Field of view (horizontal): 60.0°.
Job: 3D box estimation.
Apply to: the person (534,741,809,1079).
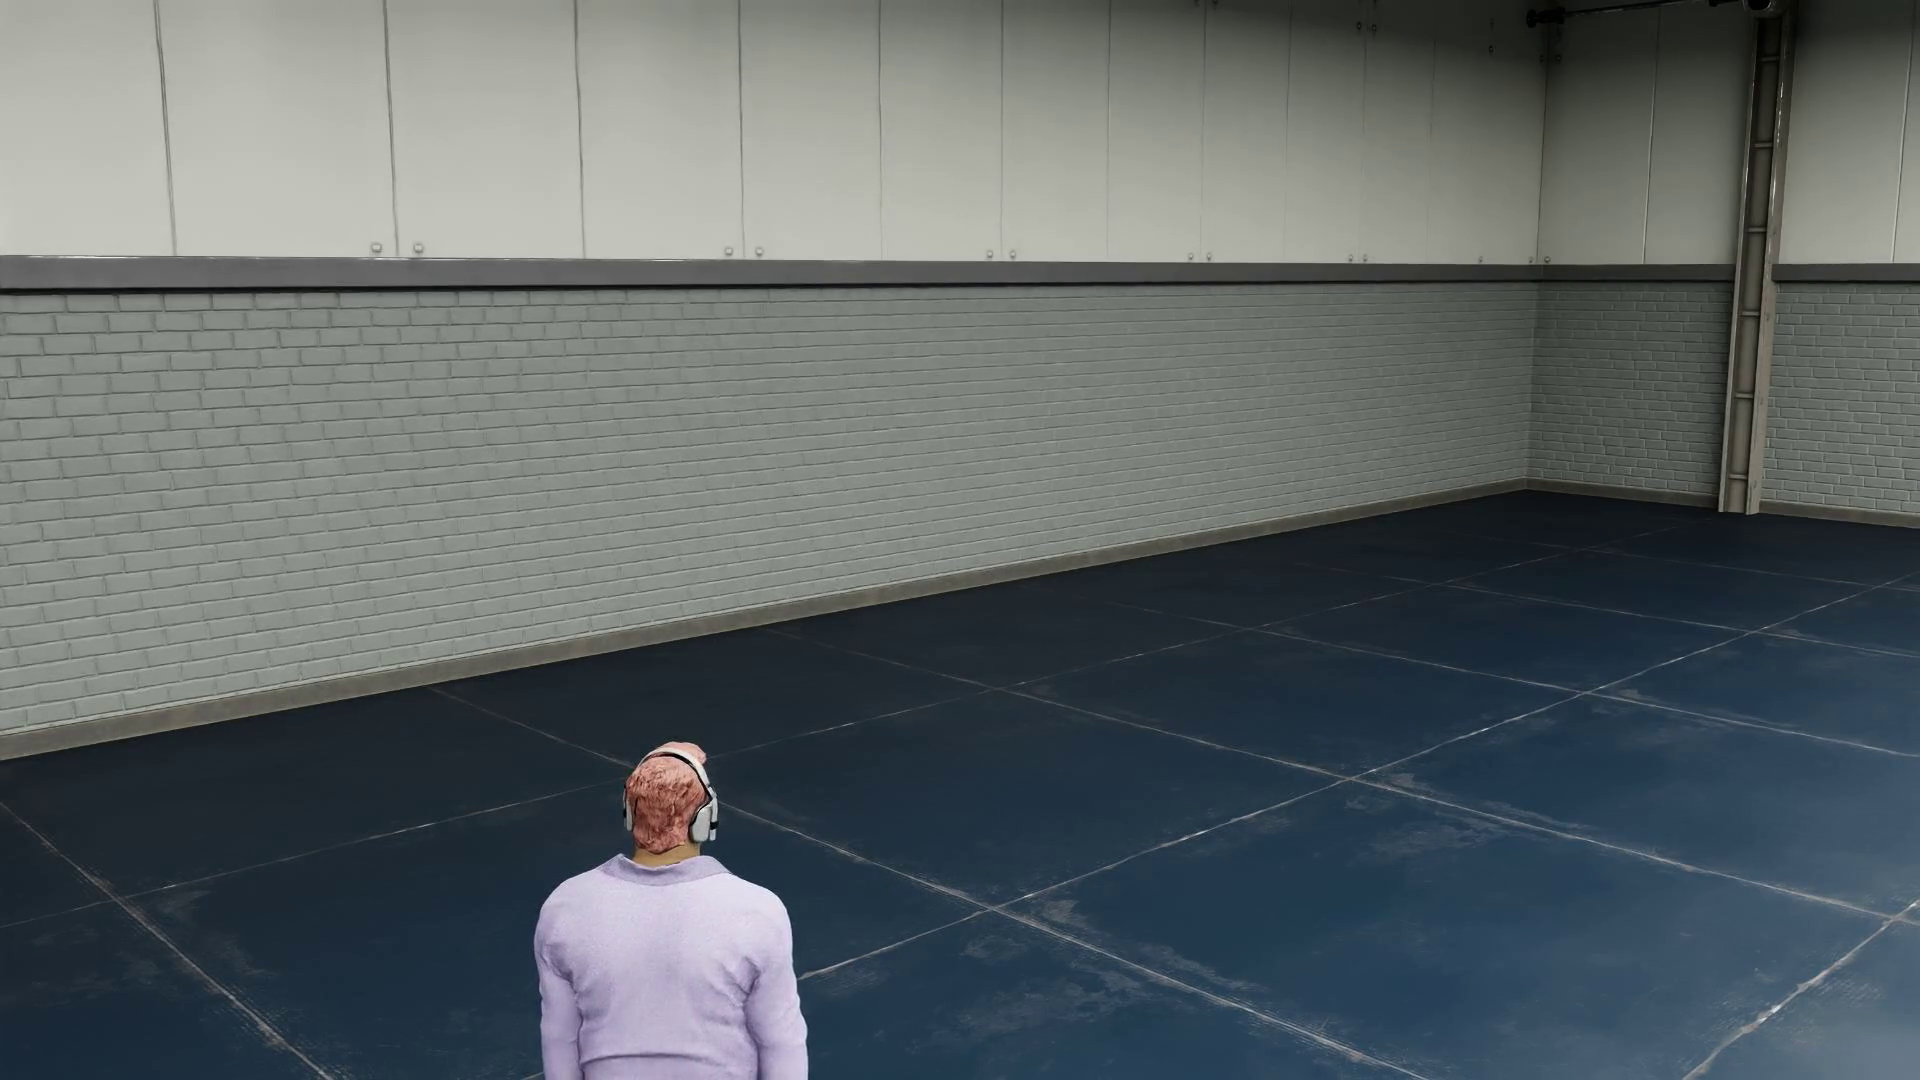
[{"bbox_3d":[-0.685,1.432,4.100,0.651,1.907,0.409,1,9,7],"label":"person"}]
